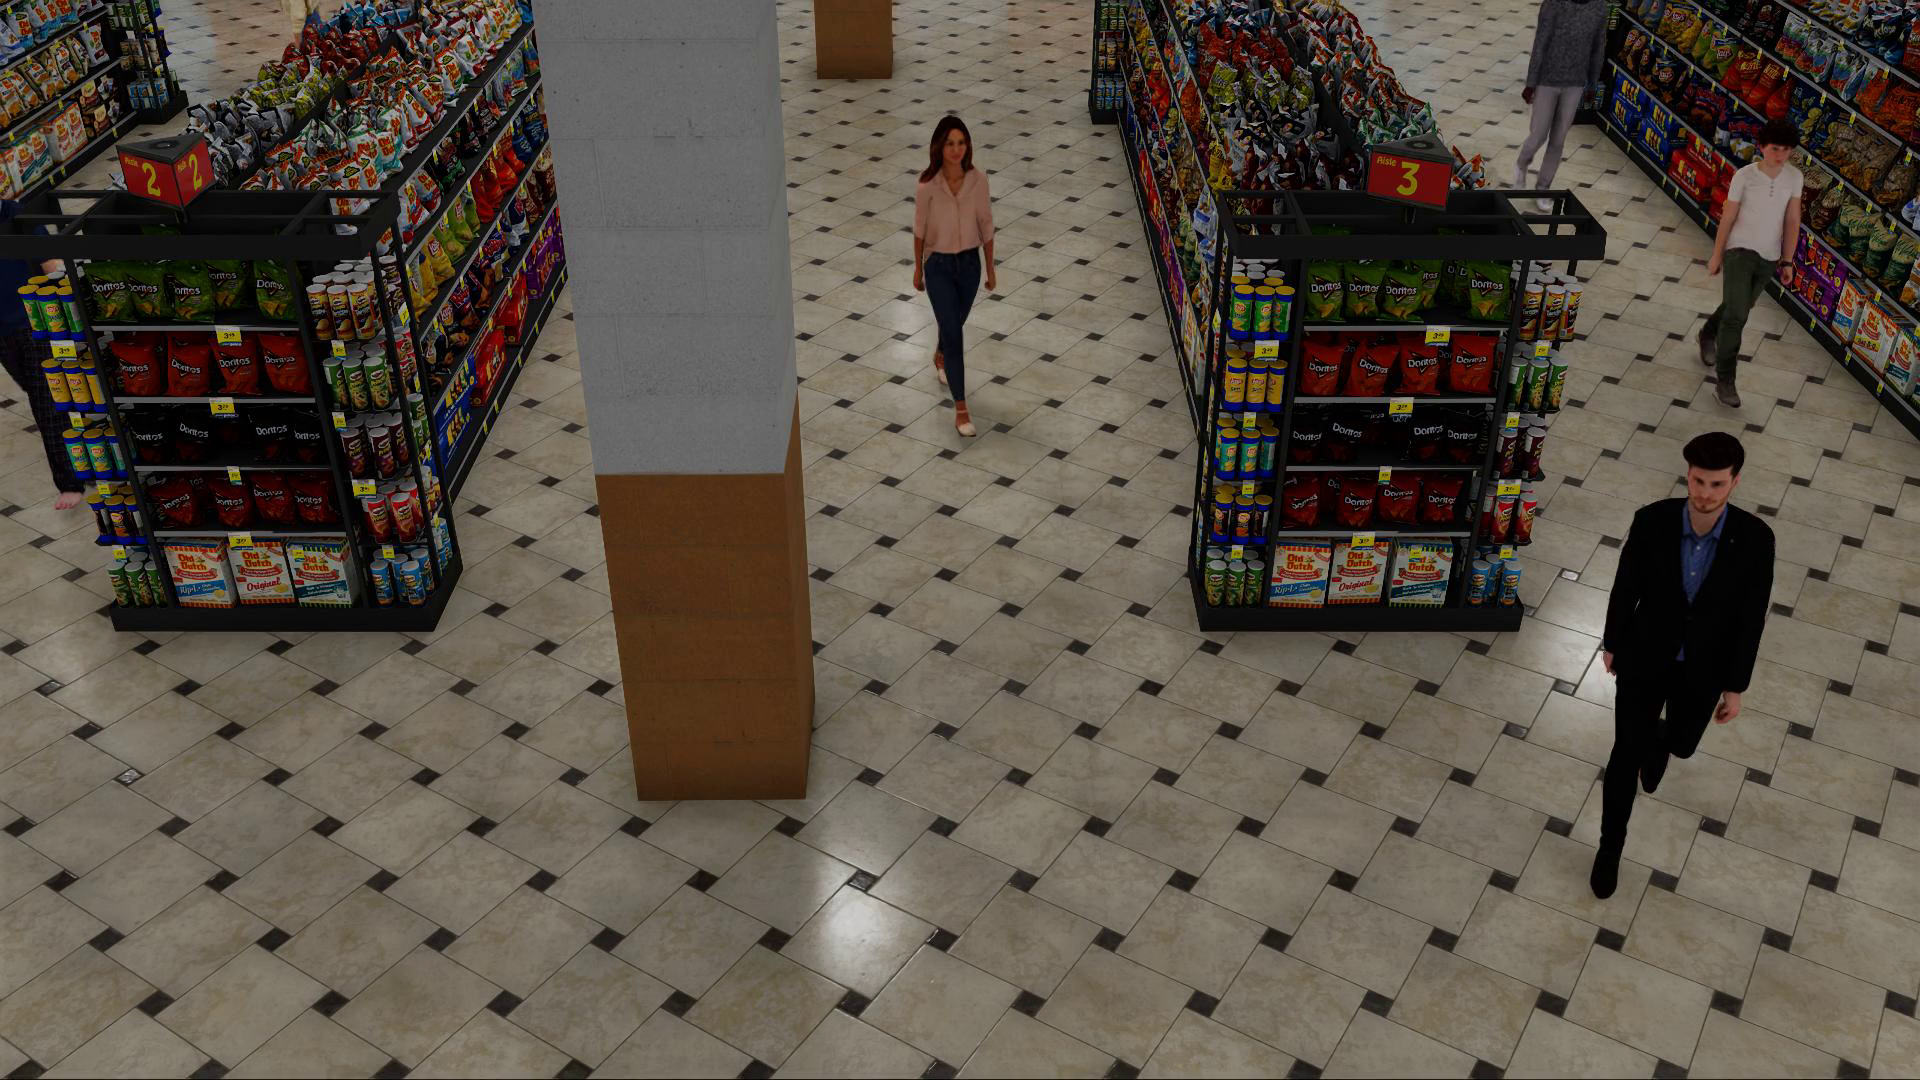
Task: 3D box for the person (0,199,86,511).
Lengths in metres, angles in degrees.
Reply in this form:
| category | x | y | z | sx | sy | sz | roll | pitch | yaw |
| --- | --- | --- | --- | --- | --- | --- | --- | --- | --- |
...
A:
| category | x | y | z | sx | sy | sz | roll | pitch | yaw |
| --- | --- | --- | --- | --- | --- | --- | --- | --- | --- |
| person | -4.931 | -1.155 | 8.753 | 0.873 | 1.825 | 1.267 | -7 | 33 | -12 |

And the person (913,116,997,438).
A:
| category | x | y | z | sx | sy | sz | roll | pitch | yaw |
| --- | --- | --- | --- | --- | --- | --- | --- | --- | --- |
| person | -0.059 | -1.551 | 9.465 | 0.836 | 1.746 | 1.239 | -9 | 33 | -14 |

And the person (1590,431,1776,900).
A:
| category | x | y | z | sx | sy | sz | roll | pitch | yaw |
| --- | --- | --- | --- | --- | --- | --- | --- | --- | --- |
| person | 2.685 | 0.407 | 6.213 | 0.962 | 1.856 | 1.237 | 12 | 34 | 19 |

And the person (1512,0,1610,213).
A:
| category | x | y | z | sx | sy | sz | roll | pitch | yaw |
| --- | --- | --- | --- | --- | --- | --- | --- | --- | --- |
| person | 4.420 | -3.400 | 12.358 | 0.734 | 1.827 | 0.784 | -2 | 32 | -3 |

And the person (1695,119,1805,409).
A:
| category | x | y | z | sx | sy | sz | roll | pitch | yaw |
| --- | --- | --- | --- | --- | --- | --- | --- | --- | --- |
| person | 4.629 | -1.675 | 9.784 | 0.559 | 1.618 | 1.095 | 0 | 32 | 0 |

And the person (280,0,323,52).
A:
| category | x | y | z | sx | sy | sz | roll | pitch | yaw |
| --- | --- | --- | --- | --- | --- | --- | --- | --- | --- |
| person | -5.370 | -4.196 | 13.847 | 0.857 | 1.607 | 0.513 | 2 | 32 | 3 |
